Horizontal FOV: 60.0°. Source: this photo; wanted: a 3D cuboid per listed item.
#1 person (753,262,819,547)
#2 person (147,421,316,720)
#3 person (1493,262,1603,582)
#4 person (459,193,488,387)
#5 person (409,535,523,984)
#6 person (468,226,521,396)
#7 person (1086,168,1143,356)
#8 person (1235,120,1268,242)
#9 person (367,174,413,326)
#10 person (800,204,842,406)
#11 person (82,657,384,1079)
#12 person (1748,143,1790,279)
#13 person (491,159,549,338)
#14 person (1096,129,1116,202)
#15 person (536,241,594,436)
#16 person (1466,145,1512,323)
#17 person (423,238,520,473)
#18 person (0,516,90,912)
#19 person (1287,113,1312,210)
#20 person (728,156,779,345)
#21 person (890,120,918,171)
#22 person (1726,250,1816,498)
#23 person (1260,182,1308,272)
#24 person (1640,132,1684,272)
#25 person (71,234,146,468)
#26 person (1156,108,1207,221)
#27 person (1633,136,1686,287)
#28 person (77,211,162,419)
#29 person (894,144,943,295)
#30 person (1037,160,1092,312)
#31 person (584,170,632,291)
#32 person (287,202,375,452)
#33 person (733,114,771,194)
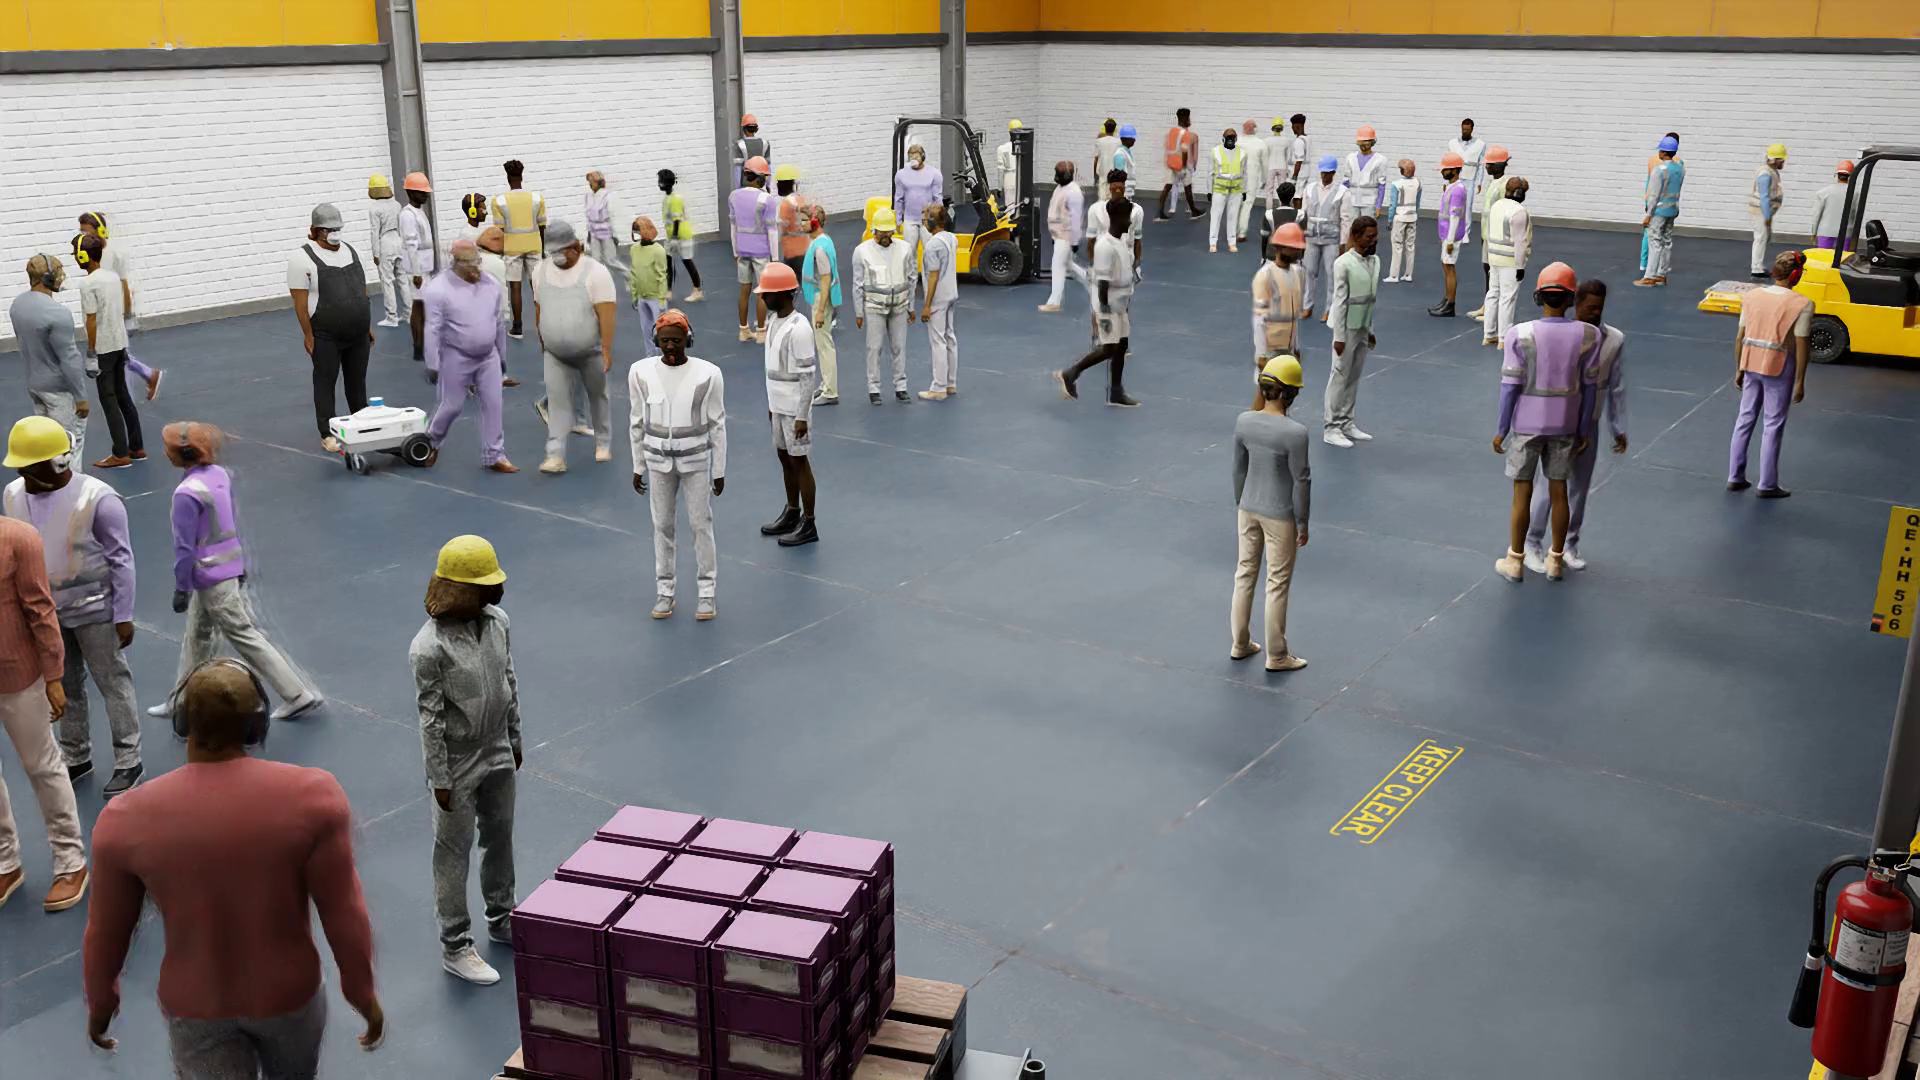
[{"bbox_3d":[-1.184,-0.917,11.295,0.364,1.933,0.552,-9,20,-27],"label":"person"},{"bbox_3d":[-3.768,0.171,8.447,0.870,1.597,0.515,-2,18,-7],"label":"person"},{"bbox_3d":[3.697,-0.737,10.564,0.611,2.038,0.394,0,18,1],"label":"person"},{"bbox_3d":[-4.670,-2.419,16.121,0.325,1.862,0.511,-6,19,-17],"label":"person"},{"bbox_3d":[-1.793,0.812,6.216,0.321,1.737,0.483,9,20,25],"label":"person"},{"bbox_3d":[-4.516,-2.165,15.748,0.558,1.595,0.698,15,23,39],"label":"person"},{"bbox_3d":[1.619,-2.903,17.455,0.602,1.967,0.366,-2,18,-5],"label":"person"},{"bbox_3d":[4.550,-5.705,26.394,0.650,1.849,0.985,8,19,24],"label":"person"},{"bbox_3d":[-6.617,-3.341,19.206,0.326,1.737,0.488,8,19,24],"label":"person"},{"bbox_3d":[-1.269,-2.162,15.333,0.373,1.843,0.570,-2,18,-6],"label":"person"},{"bbox_3d":[-2.023,1.230,4.627,0.764,1.893,0.873,-6,19,-19],"label":"person"},{"bbox_3d":[10.921,-4.451,22.538,0.422,1.819,0.609,12,21,32],"label":"person"},{"bbox_3d":[-4.870,-3.227,18.470,0.606,1.967,0.367,-9,20,-26],"label":"person"},{"bbox_3d":[2.418,-5.966,27.419,0.354,1.736,0.503,2,18,5],"label":"person"},{"bbox_3d":[-3.356,-1.736,14.160,0.527,1.742,0.536,10,20,29],"label":"person"},{"bbox_3d":[6.192,-3.550,19.360,0.393,2.040,0.611,0,18,1],"label":"person"},{"bbox_3d":[-3.920,-1.452,13.082,0.761,1.878,0.676,16,23,40],"label":"person"},{"bbox_3d":[-3.896,0.554,6.632,0.626,1.980,0.411,-2,18,-6],"label":"person"},{"bbox_3d":[5.384,-5.795,26.516,0.380,1.958,0.603,8,19,23],"label":"person"},{"bbox_3d":[-2.209,-3.140,18.110,0.612,2.029,0.407,10,20,29],"label":"person"},{"bbox_3d":[-0.950,-6.035,27.463,0.584,1.838,0.960,10,20,28],"label":"person"},{"bbox_3d":[6.037,-1.233,12.428,0.384,1.845,0.565,-10,20,-28],"label":"person"},{"bbox_3d":[3.648,-3.188,18.800,0.530,1.689,0.321,4,18,13],"label":"person"},{"bbox_3d":[9.760,-4.697,23.162,0.400,1.911,0.588,-7,19,-20],"label":"person"},{"bbox_3d":[-6.820,-1.504,13.267,0.340,1.857,0.524,0,18,1],"label":"person"},{"bbox_3d":[3.807,-6.476,28.715,1.002,1.912,0.631,-10,20,-29],"label":"person"},{"bbox_3d":[9.228,-4.309,21.881,0.605,1.951,0.381,-12,22,-34],"label":"person"},{"bbox_3d":[-7.560,-2.042,14.974,0.515,1.843,0.644,9,20,26],"label":"person"},{"bbox_3d":[-0.528,-4.040,21.085,0.634,1.929,0.383,4,18,12],"label":"person"},{"bbox_3d":[1.347,-3.677,20.119,0.777,1.821,0.627,-2,18,-7],"label":"person"},{"bbox_3d":[-4.456,-3.859,21.018,0.531,1.620,0.570,13,22,35],"label":"person"},{"bbox_3d":[-5.131,-1.770,13.794,0.538,2.000,0.681,13,22,35],"label":"person"},{"bbox_3d":[-3.136,-5.364,25.030,0.614,2.041,0.393,-11,21,-31],"label":"person"}]
